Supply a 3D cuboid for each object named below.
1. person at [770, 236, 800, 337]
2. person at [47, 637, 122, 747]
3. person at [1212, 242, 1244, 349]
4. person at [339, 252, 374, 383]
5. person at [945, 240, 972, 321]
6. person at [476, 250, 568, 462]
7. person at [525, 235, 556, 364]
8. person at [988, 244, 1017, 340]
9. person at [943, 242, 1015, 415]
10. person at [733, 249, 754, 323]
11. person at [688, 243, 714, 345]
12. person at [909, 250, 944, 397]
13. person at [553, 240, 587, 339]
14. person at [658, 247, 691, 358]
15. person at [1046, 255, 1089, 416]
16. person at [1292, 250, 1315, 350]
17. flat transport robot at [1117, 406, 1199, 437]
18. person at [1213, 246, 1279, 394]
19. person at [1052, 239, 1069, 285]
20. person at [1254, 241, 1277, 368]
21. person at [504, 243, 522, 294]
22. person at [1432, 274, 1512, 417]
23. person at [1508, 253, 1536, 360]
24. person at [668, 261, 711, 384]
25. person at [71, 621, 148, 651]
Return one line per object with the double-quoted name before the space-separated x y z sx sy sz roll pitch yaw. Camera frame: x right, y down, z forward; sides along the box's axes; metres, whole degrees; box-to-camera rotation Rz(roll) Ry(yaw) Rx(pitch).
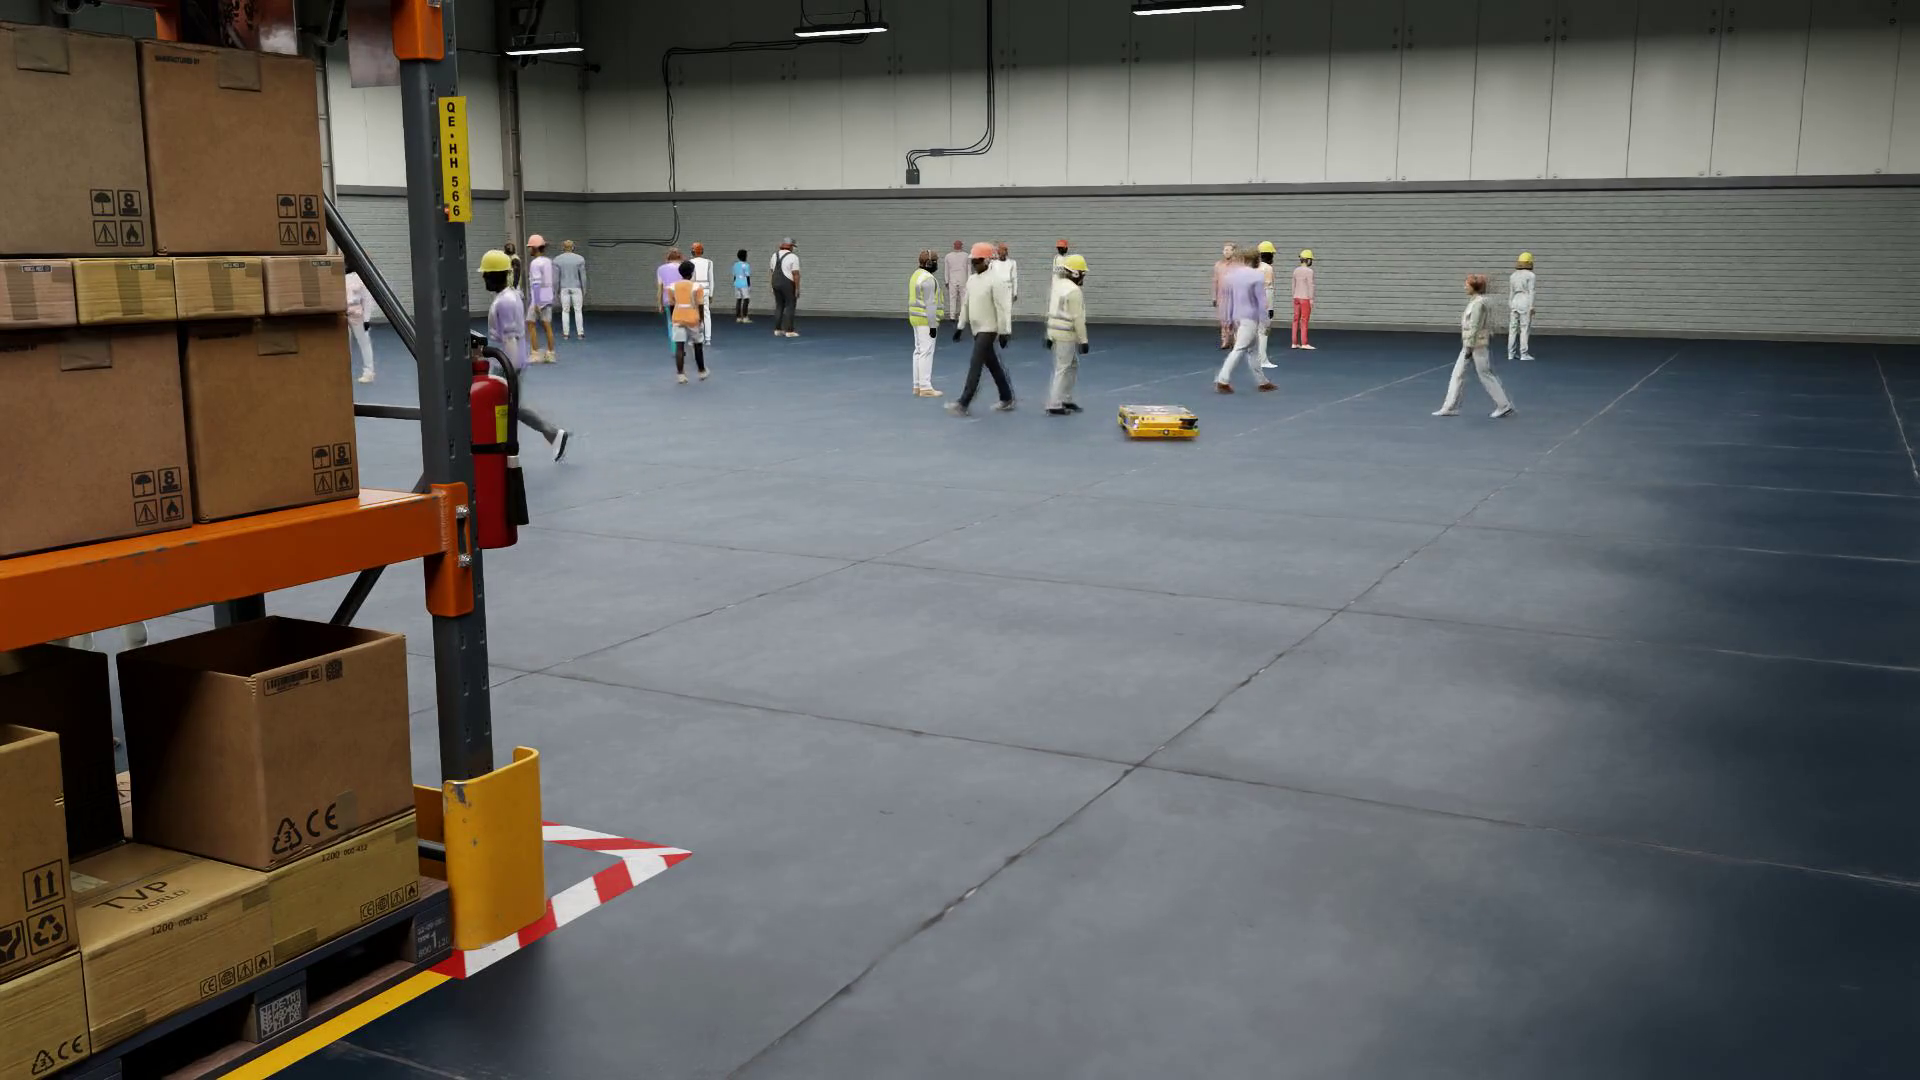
"person" -3.452 -5.096 33.332 0.707 2.000 0.536 8 13 37
"person" -3.510 -0.062 6.370 0.335 1.865 0.520 3 11 14
"person" 4.774 -4.328 29.539 0.681 1.892 0.424 7 12 32
"person" -8.274 -2.992 22.507 0.645 1.794 0.979 2 11 11
"person" -0.038 -6.106 39.206 0.638 1.909 0.408 1 10 3
"person" -3.858 -1.554 14.405 0.770 1.902 0.598 -2 11 -10
"person" -6.680 -3.783 26.218 0.527 2.035 0.621 2 11 12
"person" 0.821 -4.796 32.250 0.607 1.829 0.986 -1 10 -4
"person" 0.247 -2.401 18.938 1.041 1.943 0.614 -6 12 -29
"person" -5.016 -5.846 38.362 0.537 1.696 0.317 9 14 40
"person" -4.808 -4.521 30.628 0.574 1.883 0.355 -7 13 -35
"person" -0.419 -2.722 20.957 0.429 1.835 0.630 -3 11 -17
"person" -7.590 -4.878 32.435 0.627 1.935 0.371 -1 10 -3
"person" -4.684 -3.897 27.360 0.562 1.834 0.464 0 10 0
"person" 1.247 -2.287 18.663 0.647 1.803 0.650 -4 11 -19
"person" 6.115 -4.266 29.570 0.329 1.764 0.524 -5 12 -27
"flat transport robot" 2.022 -1.234 17.104 0.652 0.197 1.431 0 10 -1
"person" 3.675 -2.812 21.315 1.035 1.890 0.651 -5 11 -24
"person" 2.239 -5.702 36.915 0.377 1.938 0.547 0 10 -1
"person" 4.651 -3.599 25.470 0.364 1.930 0.588 -3 11 -16
"person" -10.107 -5.762 37.505 0.430 1.845 0.619 -6 12 -28
"person" 5.768 -2.153 18.506 0.838 1.604 0.526 1 10 6
"person" 9.176 -3.802 27.113 0.320 1.742 0.488 -6 12 -29
"person" -3.721 -3.002 22.925 0.553 1.654 0.819 2 11 11
"person" -4.050 -0.206 7.777 0.500 1.634 0.286 -1 10 -6
